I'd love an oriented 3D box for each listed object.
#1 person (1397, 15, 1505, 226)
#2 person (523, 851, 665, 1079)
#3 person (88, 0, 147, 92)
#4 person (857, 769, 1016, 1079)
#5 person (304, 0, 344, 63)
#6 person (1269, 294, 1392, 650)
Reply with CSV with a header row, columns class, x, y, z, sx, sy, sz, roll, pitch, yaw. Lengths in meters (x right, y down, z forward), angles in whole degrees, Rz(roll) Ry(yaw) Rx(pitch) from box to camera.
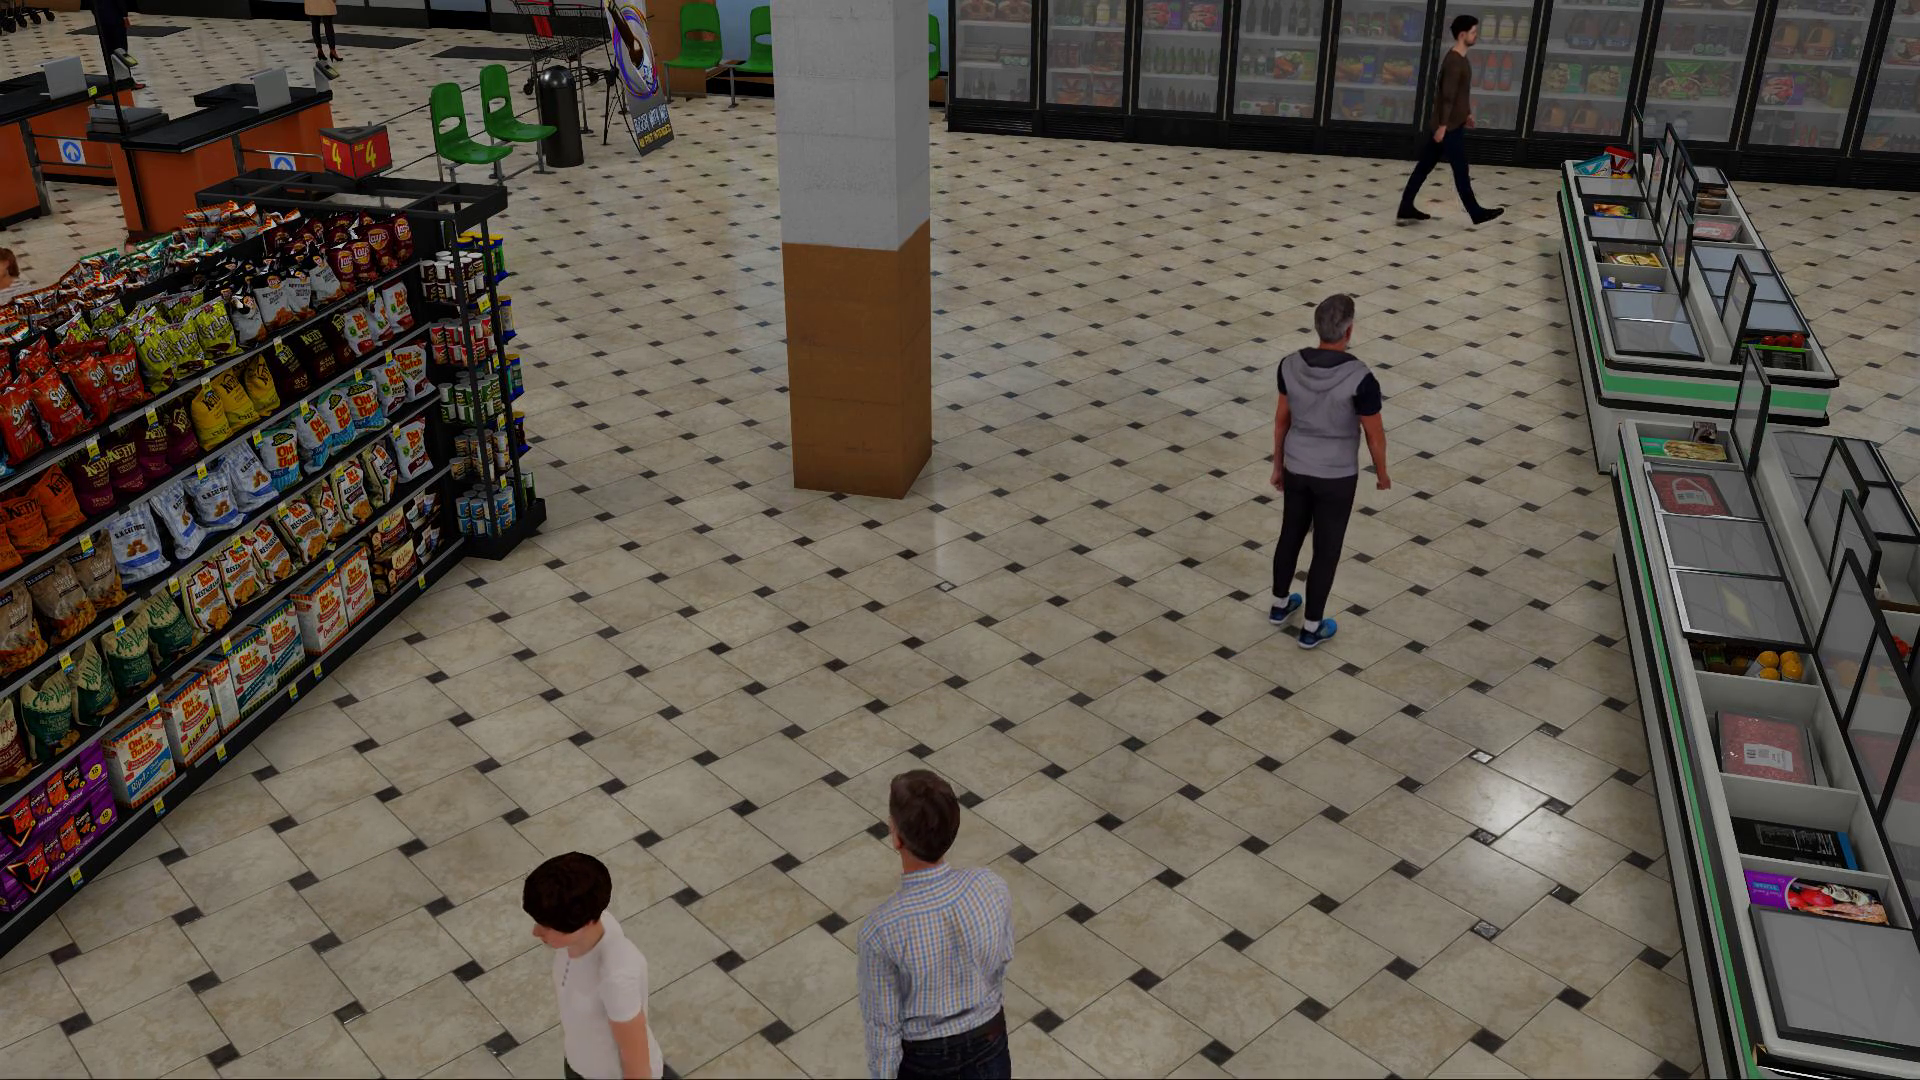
class,x,y,z,sx,sy,sz,roll,pitch,yaw
person,4.276,-3.716,14.895,0.744,1.834,1.085,6,27,11
person,-0.929,1.516,4.803,1.035,1.631,0.945,-16,31,-28
person,-10.343,-6.355,20.222,0.633,1.723,0.500,7,28,13
person,-0.005,1.504,4.670,1.122,1.772,1.289,-11,29,-20
person,-8.430,-7.152,21.841,0.646,1.681,0.502,7,28,13
person,1.756,-0.298,8.174,0.829,1.817,0.843,22,34,36
